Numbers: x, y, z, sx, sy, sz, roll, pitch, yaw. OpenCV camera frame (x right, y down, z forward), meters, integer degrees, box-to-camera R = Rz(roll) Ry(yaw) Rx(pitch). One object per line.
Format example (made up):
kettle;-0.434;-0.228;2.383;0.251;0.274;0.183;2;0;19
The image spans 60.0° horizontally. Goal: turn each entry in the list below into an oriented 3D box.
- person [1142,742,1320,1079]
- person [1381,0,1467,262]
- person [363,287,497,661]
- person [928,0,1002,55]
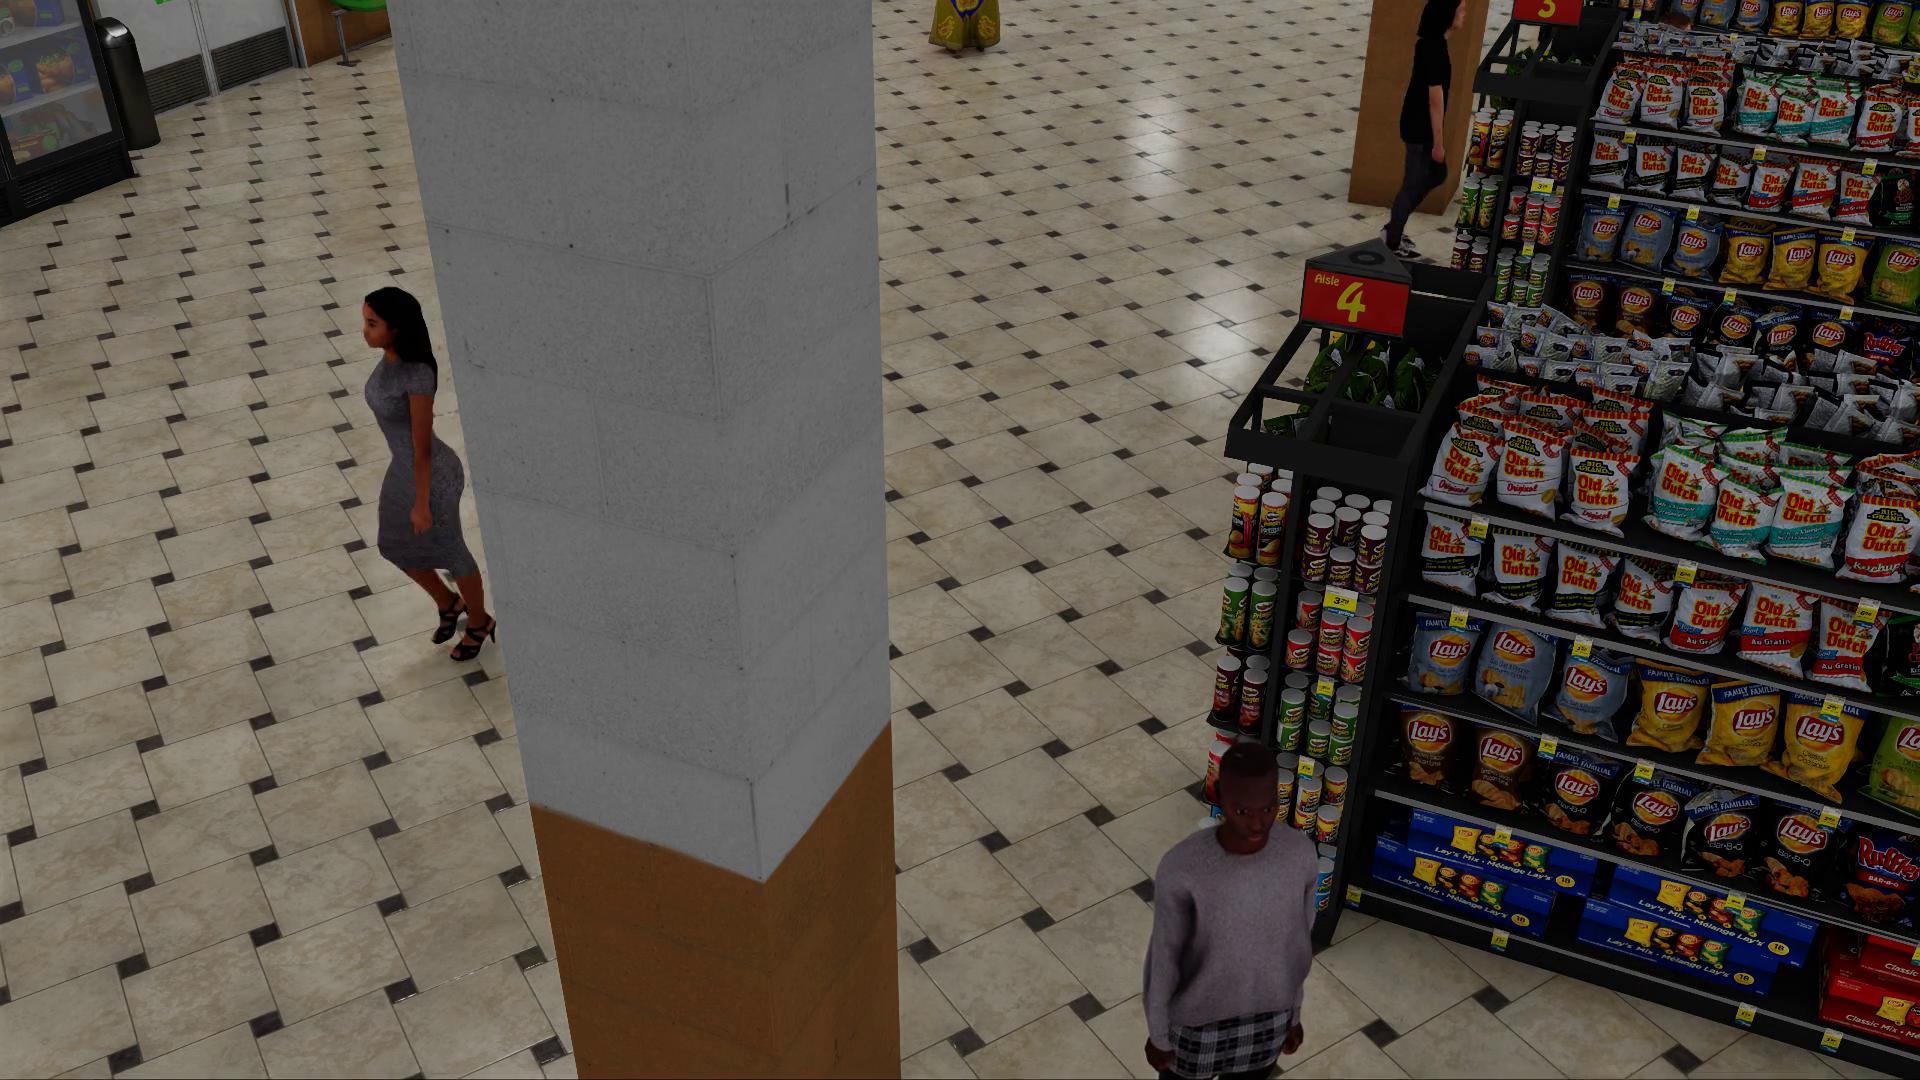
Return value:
person;0.725;1.271;4.575;0.673;1.772;0.758;-7;33;-12
person;2.956;-2.723;10.944;0.681;1.824;0.689;7;33;11
person;-2.165;-0.256;7.030;0.754;1.771;0.684;-24;39;-34
person;0.052;-5.332;15.293;0.978;1.660;1.062;-7;33;-12
